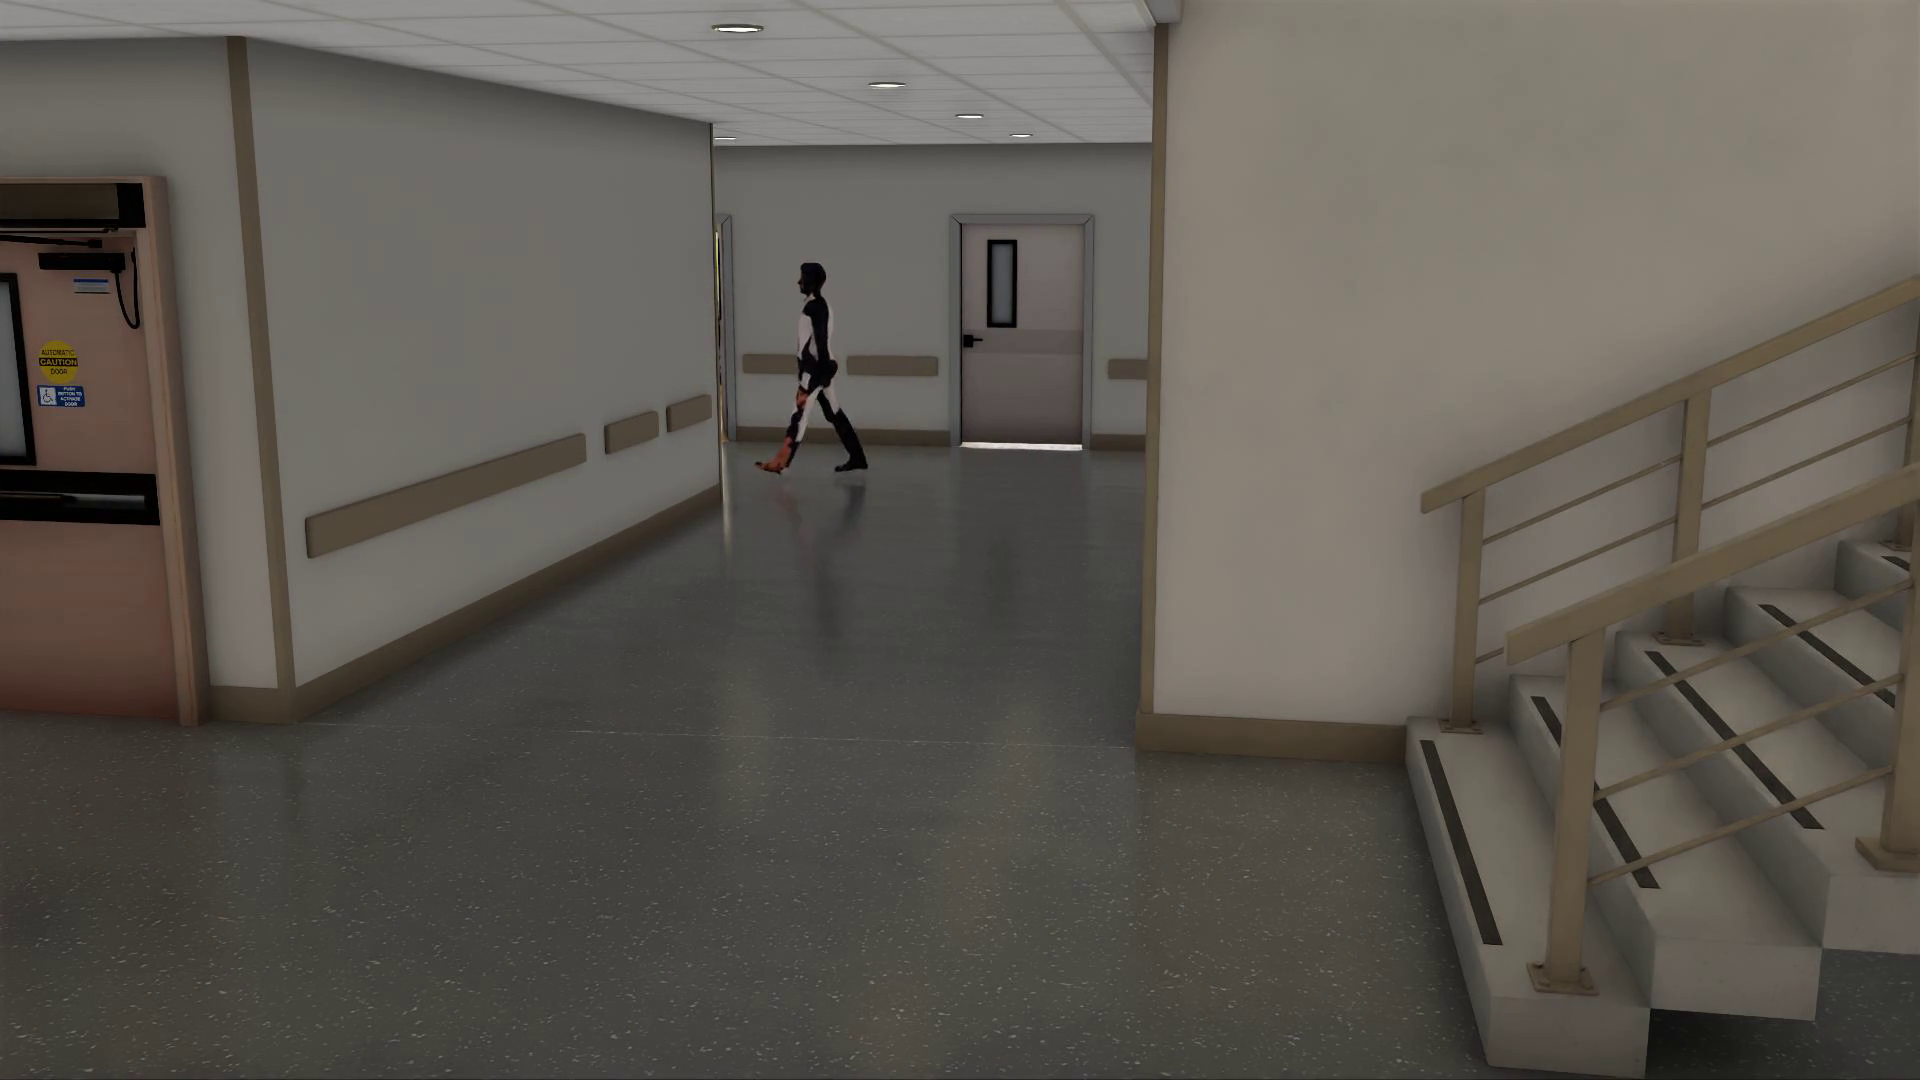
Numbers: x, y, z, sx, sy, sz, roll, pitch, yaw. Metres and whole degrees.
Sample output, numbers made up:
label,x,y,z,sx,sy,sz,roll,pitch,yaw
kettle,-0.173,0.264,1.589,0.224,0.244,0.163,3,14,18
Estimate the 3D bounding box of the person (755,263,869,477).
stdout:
label,x,y,z,sx,sy,sz,roll,pitch,yaw
person,-1.149,-1.446,14.530,1.287,1.842,0.911,-1,11,-3
